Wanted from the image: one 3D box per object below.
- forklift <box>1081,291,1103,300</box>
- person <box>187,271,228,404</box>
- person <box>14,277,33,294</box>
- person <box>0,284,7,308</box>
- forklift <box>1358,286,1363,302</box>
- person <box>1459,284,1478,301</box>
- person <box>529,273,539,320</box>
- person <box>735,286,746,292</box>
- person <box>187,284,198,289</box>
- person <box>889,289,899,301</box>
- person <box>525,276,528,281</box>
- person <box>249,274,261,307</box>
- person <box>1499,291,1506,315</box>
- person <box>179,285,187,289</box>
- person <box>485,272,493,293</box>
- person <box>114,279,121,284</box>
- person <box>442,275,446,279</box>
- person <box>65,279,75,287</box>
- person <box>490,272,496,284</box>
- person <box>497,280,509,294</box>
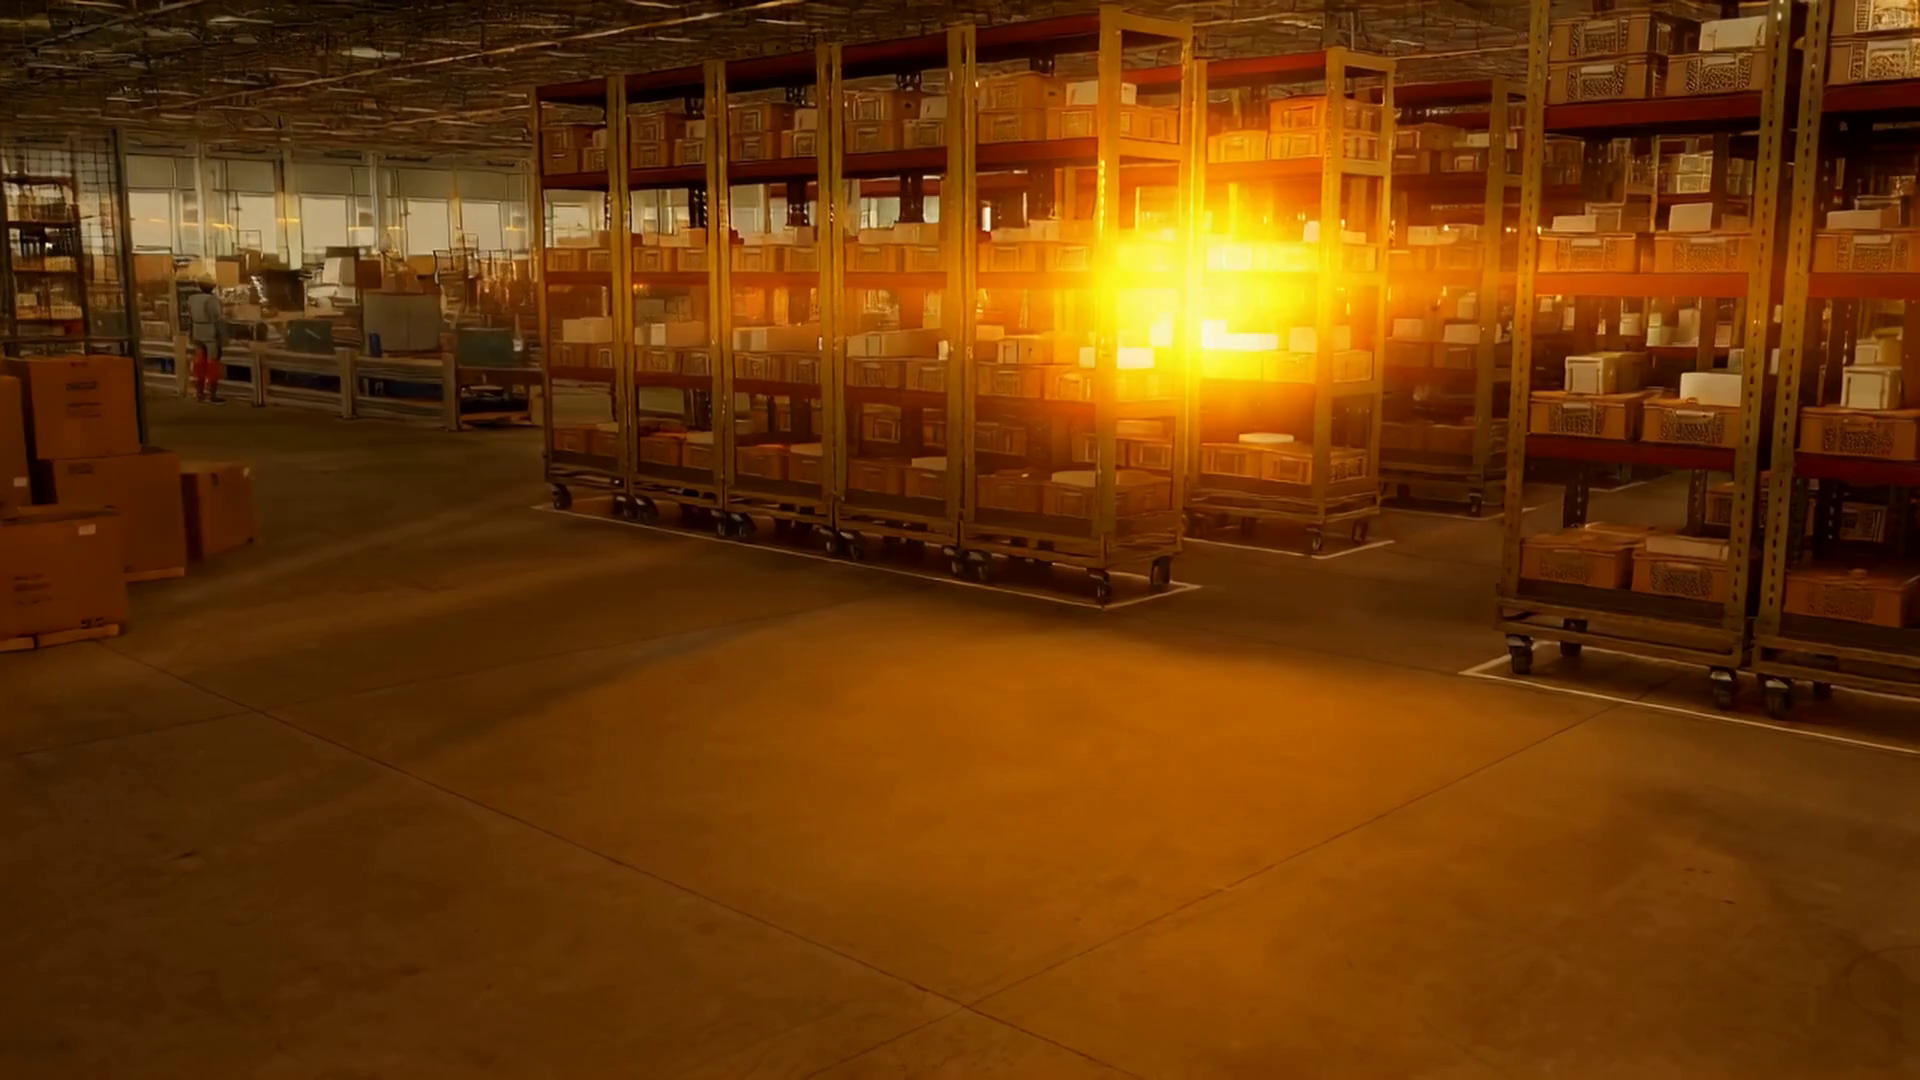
[{"bbox_3d":[5.028,-9.998,65.245,1.873,2.768,1.129,9,13,43],"label":"forklift"},{"bbox_3d":[-11.523,-3.091,25.511,0.602,2.035,0.406,4,10,25],"label":"person"},{"bbox_3d":[-29.858,-7.539,53.100,0.540,1.930,0.388,-9,13,-43],"label":"person"},{"bbox_3d":[-35.274,-8.747,60.879,0.541,1.796,0.950,3,10,20],"label":"person"},{"bbox_3d":[11.100,-7.017,46.970,1.873,2.768,1.129,9,13,43],"label":"forklift"},{"bbox_3d":[10.096,-4.284,33.074,0.402,1.944,0.605,0,9,1],"label":"person"},{"bbox_3d":[-15.832,-8.990,61.997,0.499,1.918,0.560,-3,10,-19],"label":"person"},{"bbox_3d":[-8.382,-9.129,62.483,0.684,2.000,0.535,-1,9,-5],"label":"person"},{"bbox_3d":[-26.994,-8.385,58.493,0.503,1.862,0.329,5,10,28],"label":"person"},{"bbox_3d":[-2.349,-8.648,59.688,0.392,1.988,0.623,4,10,21],"label":"person"},{"bbox_3d":[-24.959,-14.382,95.794,0.539,1.678,0.709,2,9,11],"label":"person"},{"bbox_3d":[-26.641,-9.075,62.664,0.958,1.873,0.594,-1,9,-4],"label":"person"},{"bbox_3d":[7.460,-2.618,23.413,0.974,1.779,0.584,4,10,25],"label":"person"},{"bbox_3d":[-32.627,-10.244,69.817,0.641,1.898,0.796,2,10,13],"label":"person"},{"bbox_3d":[-24.250,-12.810,85.468,0.791,1.896,0.594,-7,12,-36],"label":"person"},{"bbox_3d":[-35.956,-10.389,71.254,0.866,1.708,0.499,-1,9,-4],"label":"person"},{"bbox_3d":[-18.351,-8.591,59.812,0.860,1.847,0.528,-4,10,-24],"label":"person"},{"bbox_3d":[-41.426,-11.477,77.318,0.628,1.909,0.932,-1,9,-5],"label":"person"},{"bbox_3d":[-26.001,-13.963,92.605,0.548,1.898,0.894,0,9,0],"label":"person"},{"bbox_3d":[-16.031,-8.293,58.443,0.537,1.693,0.320,5,11,29],"label":"person"}]
